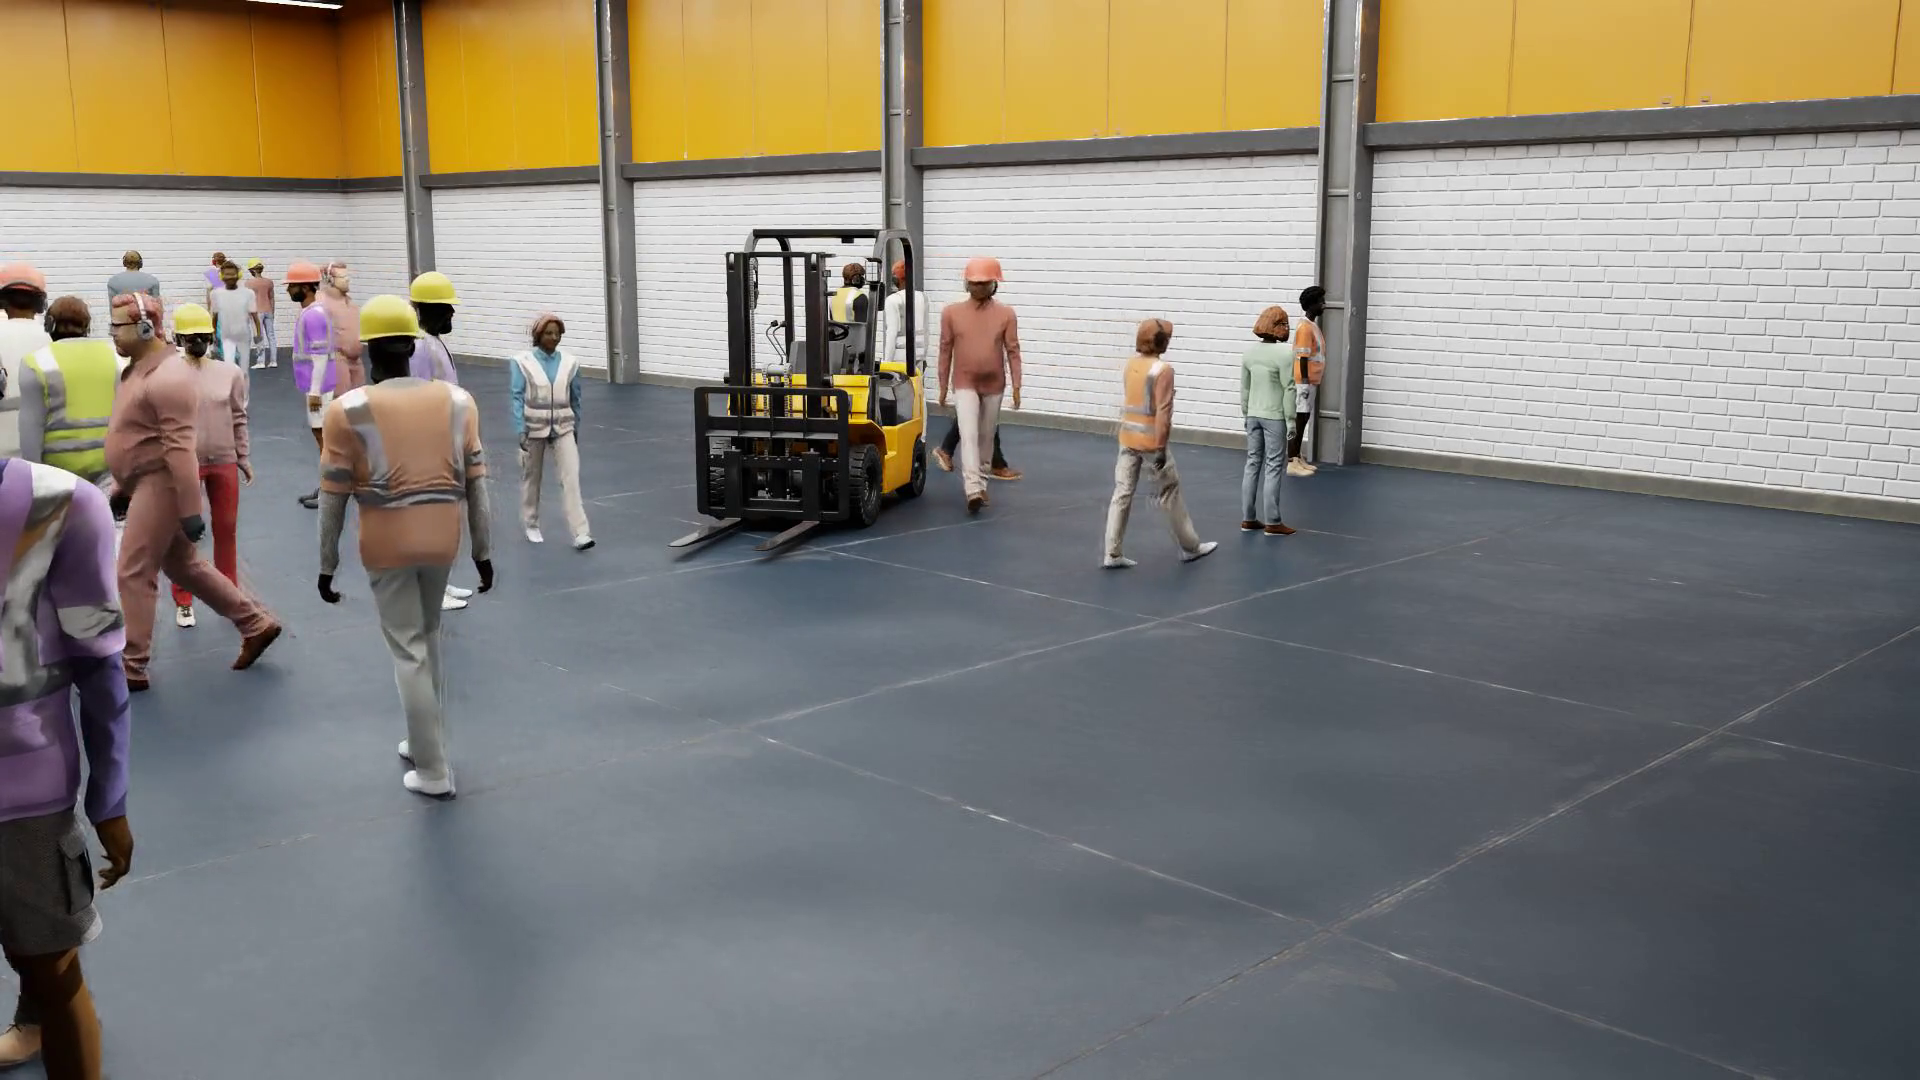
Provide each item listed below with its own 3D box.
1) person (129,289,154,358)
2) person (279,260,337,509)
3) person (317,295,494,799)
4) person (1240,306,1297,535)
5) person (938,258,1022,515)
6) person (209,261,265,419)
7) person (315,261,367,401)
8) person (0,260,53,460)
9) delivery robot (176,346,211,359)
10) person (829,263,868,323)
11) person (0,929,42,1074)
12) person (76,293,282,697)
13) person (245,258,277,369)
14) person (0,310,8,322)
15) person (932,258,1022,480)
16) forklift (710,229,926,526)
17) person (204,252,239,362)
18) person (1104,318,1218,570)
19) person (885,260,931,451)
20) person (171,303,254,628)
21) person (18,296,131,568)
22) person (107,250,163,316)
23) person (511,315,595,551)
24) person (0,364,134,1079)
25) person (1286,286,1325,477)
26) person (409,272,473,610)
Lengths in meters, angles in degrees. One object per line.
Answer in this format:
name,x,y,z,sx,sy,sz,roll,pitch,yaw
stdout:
person,-7.924,-1.654,16.362,0.773,1.600,0.516,2,11,10
person,-5.084,-1.213,13.042,0.372,1.935,0.551,-4,11,-23
person,-2.180,0.019,6.407,0.617,1.899,0.749,-10,14,-43
person,2.211,-0.851,11.895,0.269,1.632,0.509,-7,12,-33
person,0.168,-1.177,12.810,0.647,1.942,0.990,-1,10,-7
person,-8.279,-2.265,19.073,0.541,1.823,0.942,-5,11,-24
person,-5.893,-1.681,15.724,0.564,1.890,0.649,2,11,12
person,-4.972,-0.486,8.924,0.657,2.011,0.749,-9,14,-41
delivery robot,-11.919,-2.904,25.780,0.707,0.478,0.477,9,14,41
person,-1.110,-1.993,17.554,0.429,1.845,0.621,-8,13,-35
person,-2.584,0.516,3.968,0.516,1.800,0.926,5,11,25
person,-3.730,-0.234,7.882,0.909,1.874,0.628,-6,12,-31
person,-11.207,-3.617,26.636,0.322,1.763,0.524,6,12,28
person,-6.823,-0.977,11.791,0.438,1.922,0.555,6,12,28
person,0.132,-1.524,14.754,1.006,1.945,0.623,7,13,35
forklift,-1.050,-1.319,12.920,1.214,2.155,2.313,2,11,13
person,-12.462,-3.939,28.156,0.570,1.843,0.372,-10,15,-44
person,1.277,-0.613,10.684,0.845,1.597,0.541,-6,12,-30
person,-0.530,-1.782,16.286,0.353,1.886,0.573,10,14,42
person,-4.151,-0.411,9.136,0.533,1.767,0.326,-10,14,-44
person,-4.822,-0.408,9.014,0.833,1.803,0.634,8,13,37
person,-10.650,-2.775,21.555,0.636,1.939,0.364,-3,11,-14
person,-2.796,-0.723,11.320,0.516,1.591,0.874,-6,12,-30
person,-1.989,0.513,3.339,0.605,2.045,0.377,-2,11,-13
person,3.076,-1.408,14.781,0.320,1.689,0.525,3,11,17
person,-3.004,-0.568,9.553,0.382,1.924,0.594,-2,11,-10
